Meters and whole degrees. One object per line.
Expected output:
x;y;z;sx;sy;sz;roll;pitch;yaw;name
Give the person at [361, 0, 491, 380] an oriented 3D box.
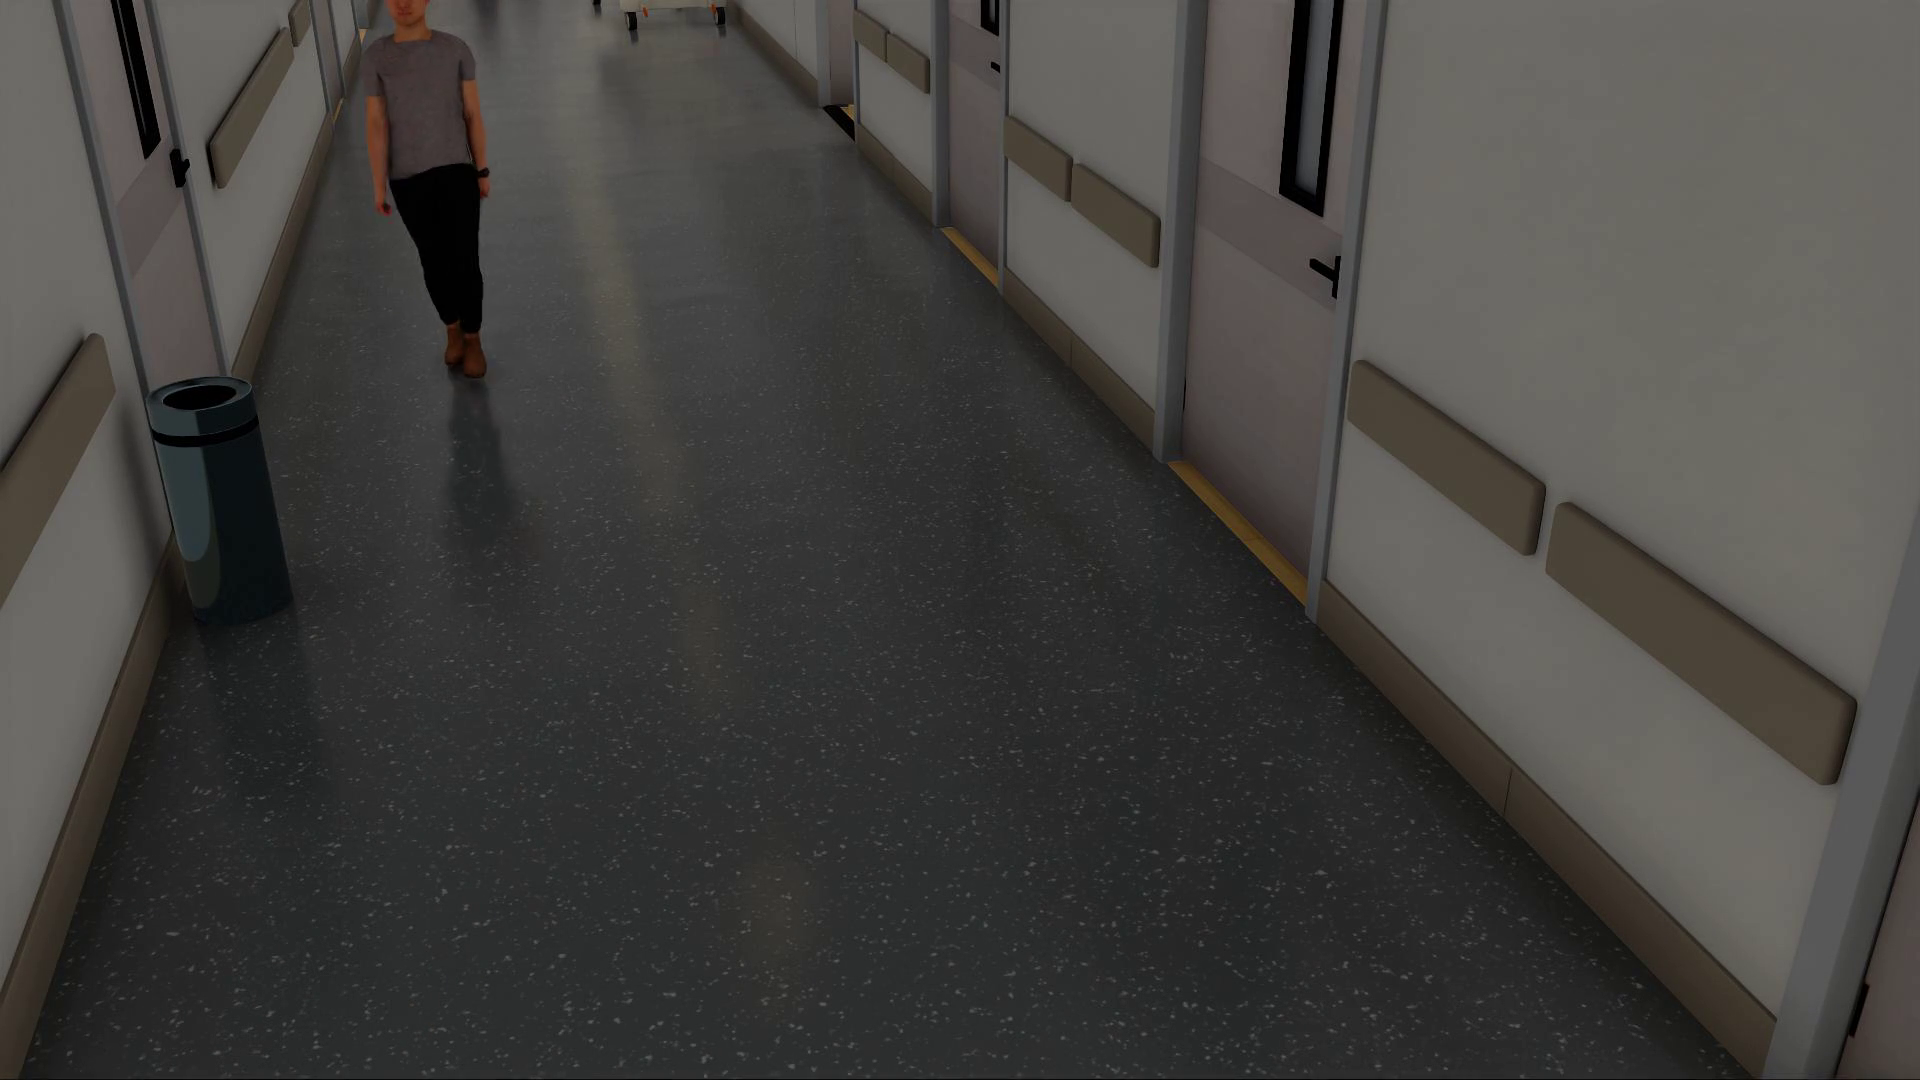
-2.217;-1.568;7.029;0.709;1.704;0.706;-4;26;-8;person
